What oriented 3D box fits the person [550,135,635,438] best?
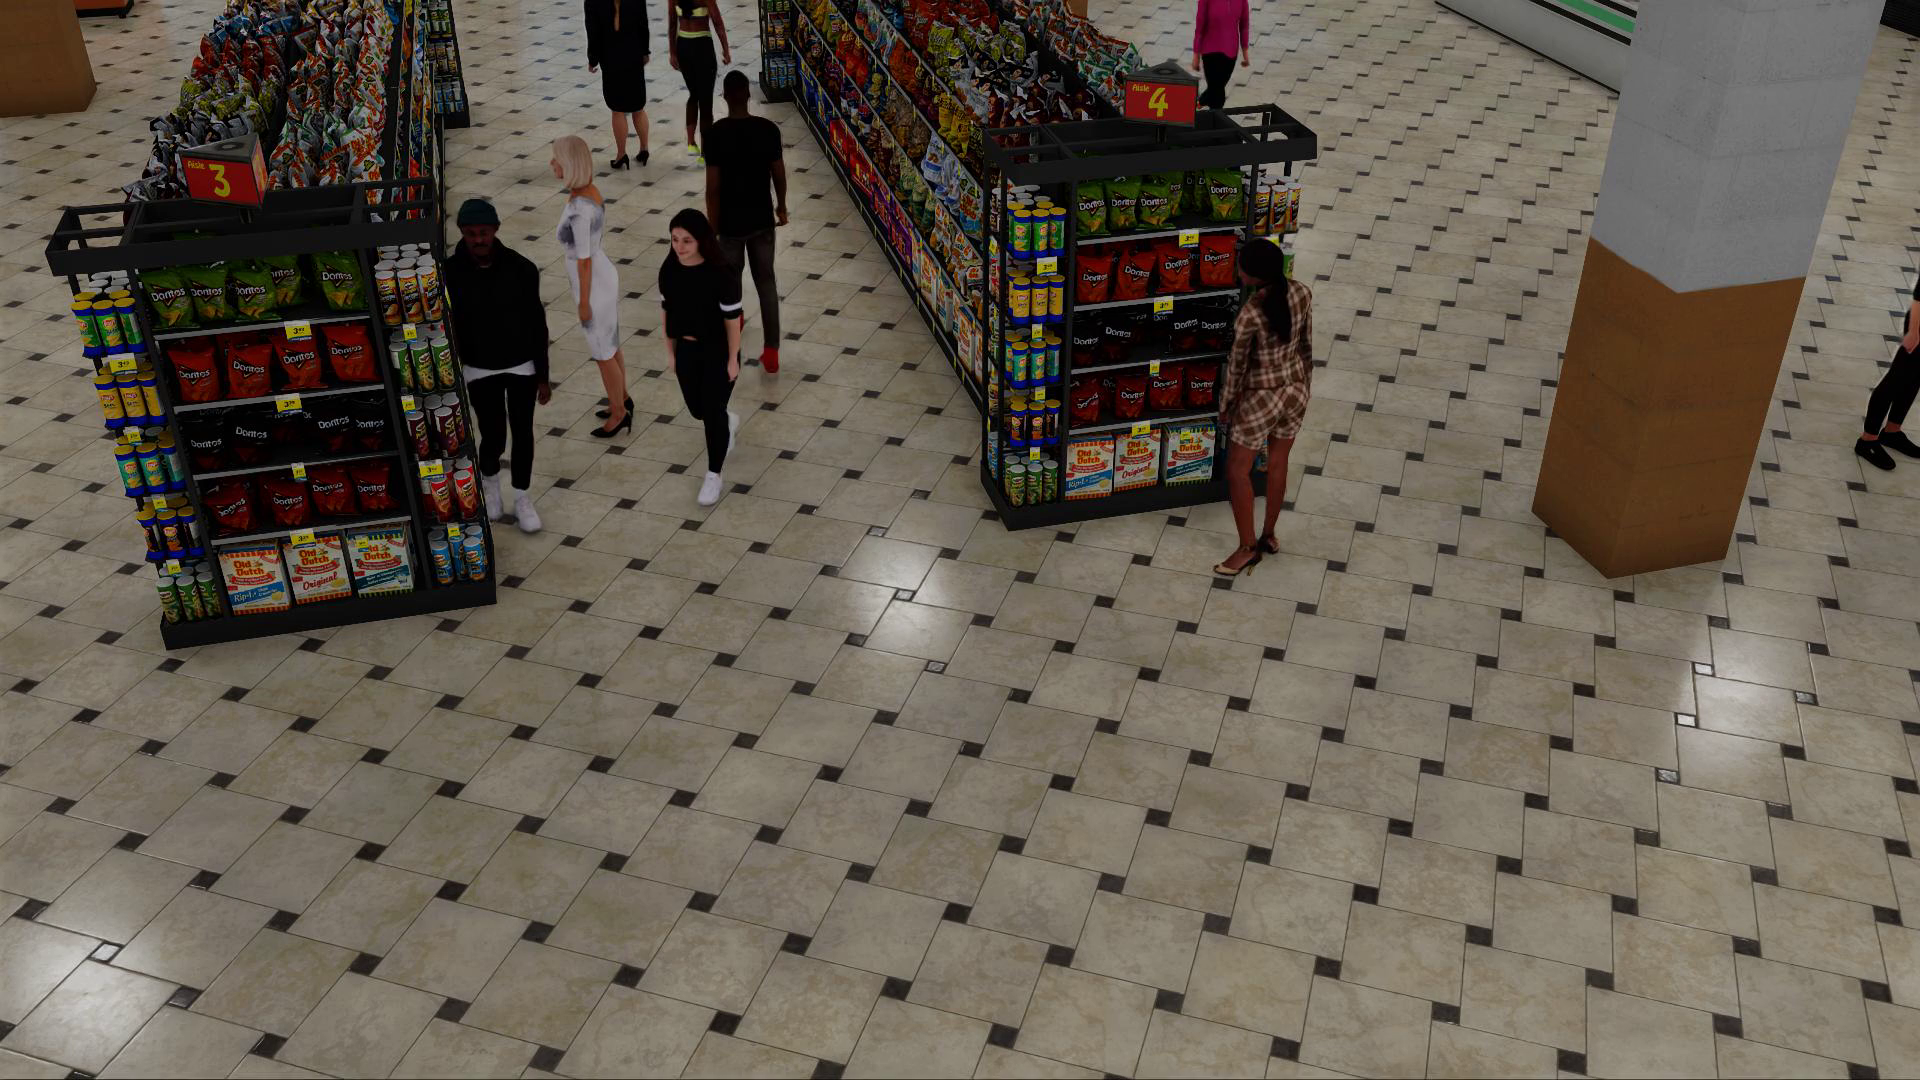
[{"bbox_3d":[-2.037,-1.406,9.290,0.652,1.748,0.496,-3,32,-5],"label":"person"}]

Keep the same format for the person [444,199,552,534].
[{"bbox_3d":[-2.342,-0.902,8.430,0.744,1.800,0.788,-14,34,-21],"label":"person"}]

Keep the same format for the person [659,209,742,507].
[{"bbox_3d":[-1.310,-1.013,8.776,0.865,1.623,0.989,10,33,16],"label":"person"}]

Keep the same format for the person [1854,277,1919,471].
[{"bbox_3d":[5.288,-1.223,9.032,0.661,1.710,0.612,-16,35,-24],"label":"person"}]

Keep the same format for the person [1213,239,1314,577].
[{"bbox_3d":[1.539,-0.651,8.062,0.701,1.763,0.610,-5,32,-8],"label":"person"}]

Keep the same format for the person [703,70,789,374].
[{"bbox_3d":[-1.270,-1.863,10.019,0.689,1.753,1.184,-8,33,-12],"label":"person"}]

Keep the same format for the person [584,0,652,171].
[{"bbox_3d":[-2.687,-3.771,13.163,0.777,1.671,0.753,-20,37,-29],"label":"person"}]

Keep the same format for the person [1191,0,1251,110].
[{"bbox_3d":[2.047,-3.931,13.433,0.680,1.659,1.156,-12,34,-19],"label":"person"}]

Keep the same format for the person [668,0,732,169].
[{"bbox_3d":[-2.113,-3.783,13.113,0.716,1.745,0.775,11,34,17],"label":"person"}]
